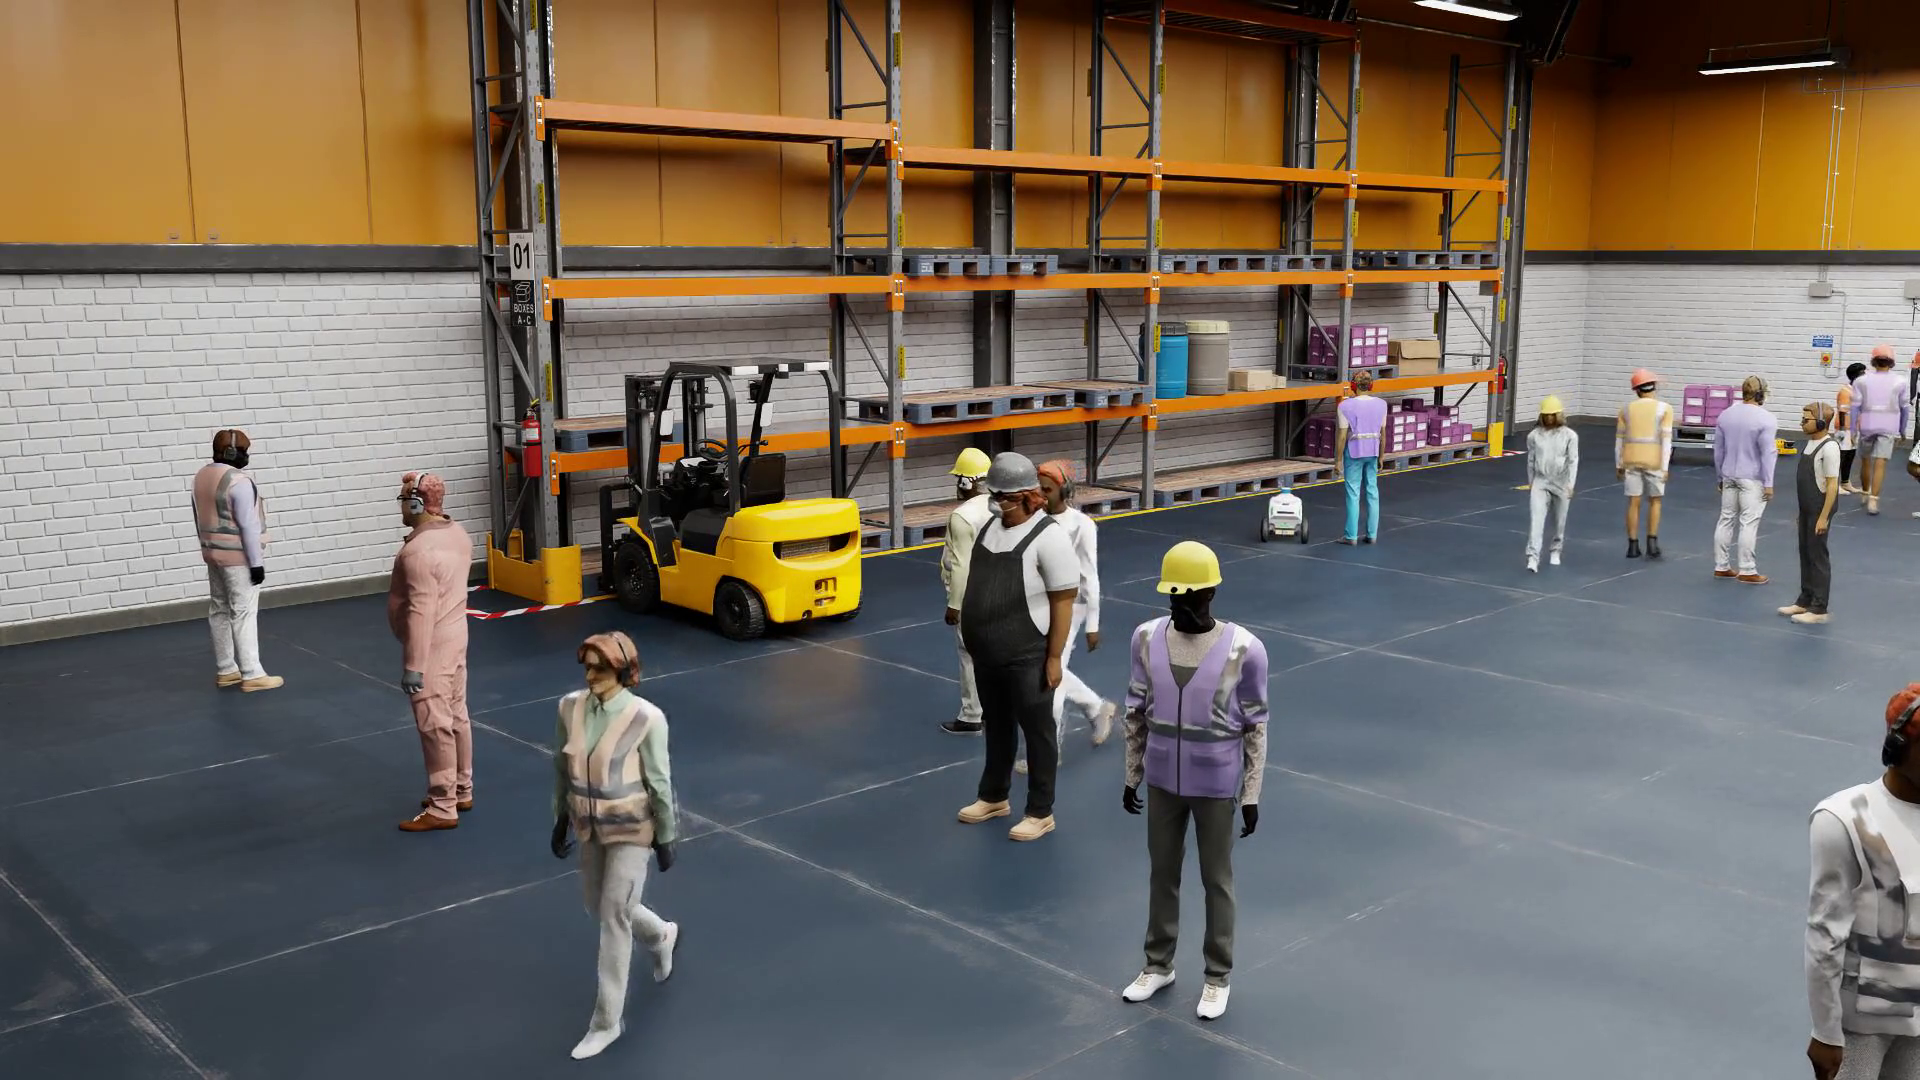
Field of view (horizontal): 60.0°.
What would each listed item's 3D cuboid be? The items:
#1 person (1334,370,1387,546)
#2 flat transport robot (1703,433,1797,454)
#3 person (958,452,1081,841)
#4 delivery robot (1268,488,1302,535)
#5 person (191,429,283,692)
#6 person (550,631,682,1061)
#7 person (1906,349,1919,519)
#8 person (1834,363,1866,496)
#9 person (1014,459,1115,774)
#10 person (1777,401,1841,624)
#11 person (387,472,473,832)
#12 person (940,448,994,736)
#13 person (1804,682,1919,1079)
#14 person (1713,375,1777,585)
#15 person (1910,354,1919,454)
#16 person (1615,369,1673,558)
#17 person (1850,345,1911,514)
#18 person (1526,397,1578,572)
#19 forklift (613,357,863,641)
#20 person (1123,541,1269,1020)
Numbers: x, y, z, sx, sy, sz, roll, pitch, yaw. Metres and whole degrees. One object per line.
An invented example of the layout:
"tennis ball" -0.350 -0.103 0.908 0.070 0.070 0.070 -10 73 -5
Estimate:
"person" 4.201 -0.854 17.442 0.564 1.847 0.395 -3 10 -16
"flat transport robot" 12.265 -1.510 25.894 0.652 0.197 1.431 -2 10 -11
"person" 0.263 0.544 8.696 0.536 2.000 0.678 -8 13 -39
"delivery robot" 3.485 -0.316 17.797 0.477 0.478 0.707 2 10 11
"person" -5.078 0.142 11.656 0.623 1.837 0.430 7 12 36
"person" -1.320 1.128 6.517 0.520 1.616 0.717 6 11 30
"person" 11.081 -1.199 19.004 0.504 1.999 0.721 8 13 41
"person" 11.324 -1.412 21.164 0.539 1.692 0.318 -7 12 -36
"person" 0.641 0.422 9.936 0.785 1.864 0.607 -8 13 -39
"person" 7.073 -0.226 13.773 0.325 1.843 0.517 1 10 8
"person" -2.819 0.585 8.847 0.409 1.907 0.650 0 10 2
"person" 0.083 0.327 10.573 0.404 1.833 0.590 5 11 29
"person" 2.586 1.314 4.639 0.574 1.887 0.354 -4 11 -23
"person" 7.280 -0.557 15.437 0.369 1.938 0.630 -4 11 -23
"person" 14.714 -2.215 25.206 0.591 1.920 0.392 5 11 26
"person" 6.899 -0.774 16.837 0.559 1.890 0.601 6 11 32
"person" 10.934 -1.323 19.790 0.618 1.971 1.123 7 12 35
"person" 5.722 -0.544 16.117 0.492 1.685 0.946 5 11 25
"forklift" -1.847 -0.414 13.852 1.214 2.155 2.313 -9 13 -42
"person" 0.918 0.952 6.641 0.593 1.924 0.381 6 11 30
